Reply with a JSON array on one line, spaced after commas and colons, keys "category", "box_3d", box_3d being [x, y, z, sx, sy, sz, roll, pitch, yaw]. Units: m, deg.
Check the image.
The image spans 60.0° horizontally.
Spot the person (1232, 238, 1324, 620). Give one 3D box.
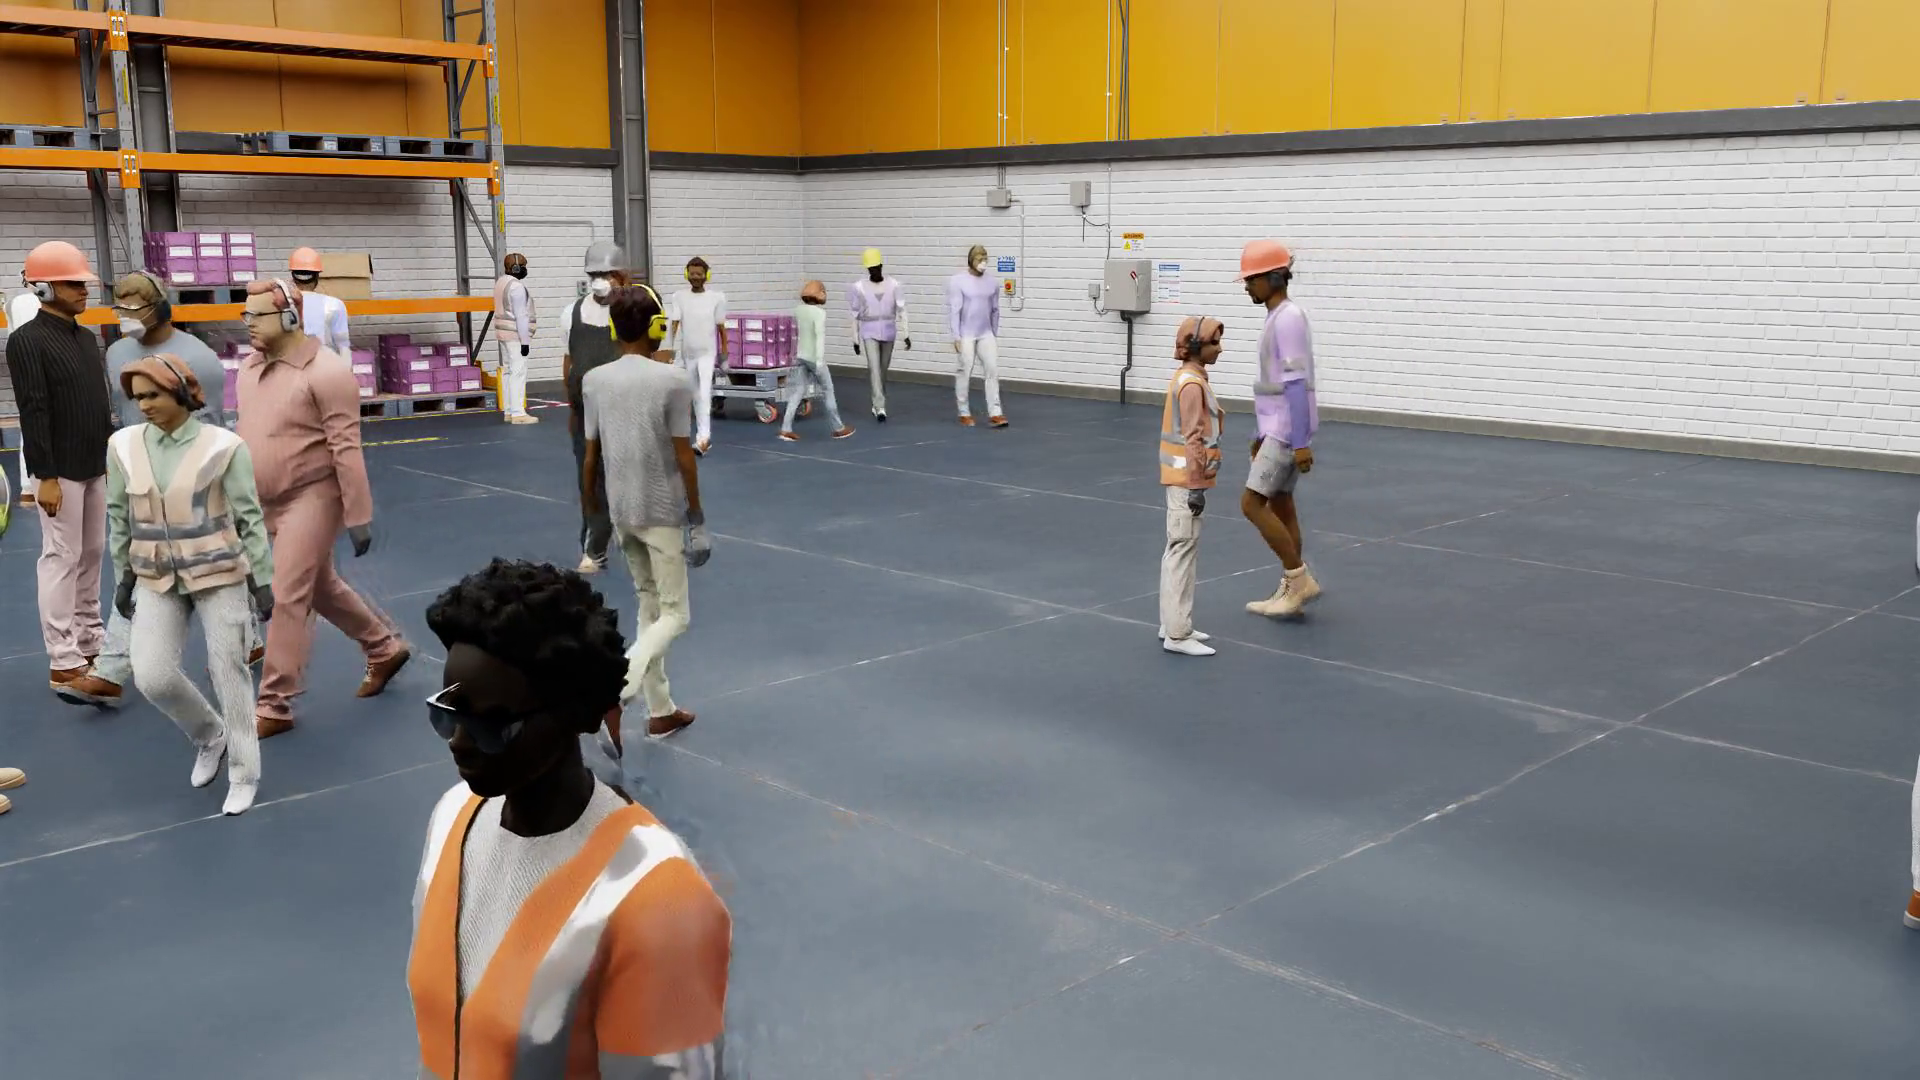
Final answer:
[{"category": "person", "box_3d": [1.650, -0.571, 8.766, 0.476, 2.011, 0.626, 2, 11, 11]}]

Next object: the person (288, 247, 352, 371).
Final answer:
[{"category": "person", "box_3d": [-4.687, -1.139, 12.039, 0.553, 1.935, 0.362, -3, 11, -18]}]

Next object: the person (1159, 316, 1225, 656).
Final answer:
[{"category": "person", "box_3d": [1.122, -0.266, 8.096, 0.311, 1.636, 0.521, 1, 10, 4]}]

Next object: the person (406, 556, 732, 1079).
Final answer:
[{"category": "person", "box_3d": [-0.426, 0.821, 2.113, 0.531, 1.667, 0.826, 8, 13, 39]}]

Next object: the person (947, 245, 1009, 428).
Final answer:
[{"category": "person", "box_3d": [0.204, -2.107, 17.387, 0.644, 1.908, 0.856, -5, 11, -24]}]

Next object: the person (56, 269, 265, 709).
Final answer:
[{"category": "person", "box_3d": [-3.463, -0.228, 7.245, 0.635, 1.871, 1.067, 4, 11, 19]}]

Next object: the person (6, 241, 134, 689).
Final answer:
[{"category": "person", "box_3d": [-3.976, -0.328, 7.460, 0.381, 1.995, 0.611, -1, 10, -3]}]

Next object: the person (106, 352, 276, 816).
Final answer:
[{"category": "person", "box_3d": [-2.664, 0.159, 5.791, 0.588, 1.622, 0.380, 0, 10, -1]}]

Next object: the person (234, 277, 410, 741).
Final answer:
[{"category": "person", "box_3d": [-2.712, -0.159, 6.939, 0.663, 1.869, 0.969, 7, 12, 33]}]

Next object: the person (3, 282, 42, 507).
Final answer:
[{"category": "person", "box_3d": [-6.803, -1.168, 12.367, 0.573, 1.877, 0.354, 3, 11, 14]}]

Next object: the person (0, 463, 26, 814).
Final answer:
[{"category": "person", "box_3d": [-3.556, 0.048, 5.833, 0.429, 1.838, 0.634, -3, 11, -18]}]

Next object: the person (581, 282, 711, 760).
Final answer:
[{"category": "person", "box_3d": [-1.255, -0.074, 6.468, 0.521, 1.847, 0.713, 5, 12, 27]}]

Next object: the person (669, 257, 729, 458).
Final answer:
[{"category": "person", "box_3d": [-2.425, -1.678, 15.309, 0.516, 1.816, 0.997, 1, 10, 7]}]

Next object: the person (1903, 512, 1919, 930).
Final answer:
[{"category": "person", "box_3d": [2.960, 0.211, 4.649, 0.386, 1.948, 0.601, -4, 11, -21]}]

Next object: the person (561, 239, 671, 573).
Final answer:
[{"category": "person", "box_3d": [-2.105, -0.869, 10.281, 0.696, 2.000, 0.931, 1, 10, 8]}]

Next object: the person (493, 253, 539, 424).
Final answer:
[{"category": "person", "box_3d": [-4.780, -2.166, 17.941, 0.430, 1.836, 0.619, -7, 13, -35]}]

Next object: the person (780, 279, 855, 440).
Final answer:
[{"category": "person", "box_3d": [-1.460, -1.775, 16.475, 0.835, 1.600, 0.518, -9, 14, -40]}]

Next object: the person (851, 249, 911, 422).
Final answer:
[{"category": "person", "box_3d": [-0.877, -2.239, 18.208, 0.604, 1.871, 1.006, -3, 11, -14]}]
